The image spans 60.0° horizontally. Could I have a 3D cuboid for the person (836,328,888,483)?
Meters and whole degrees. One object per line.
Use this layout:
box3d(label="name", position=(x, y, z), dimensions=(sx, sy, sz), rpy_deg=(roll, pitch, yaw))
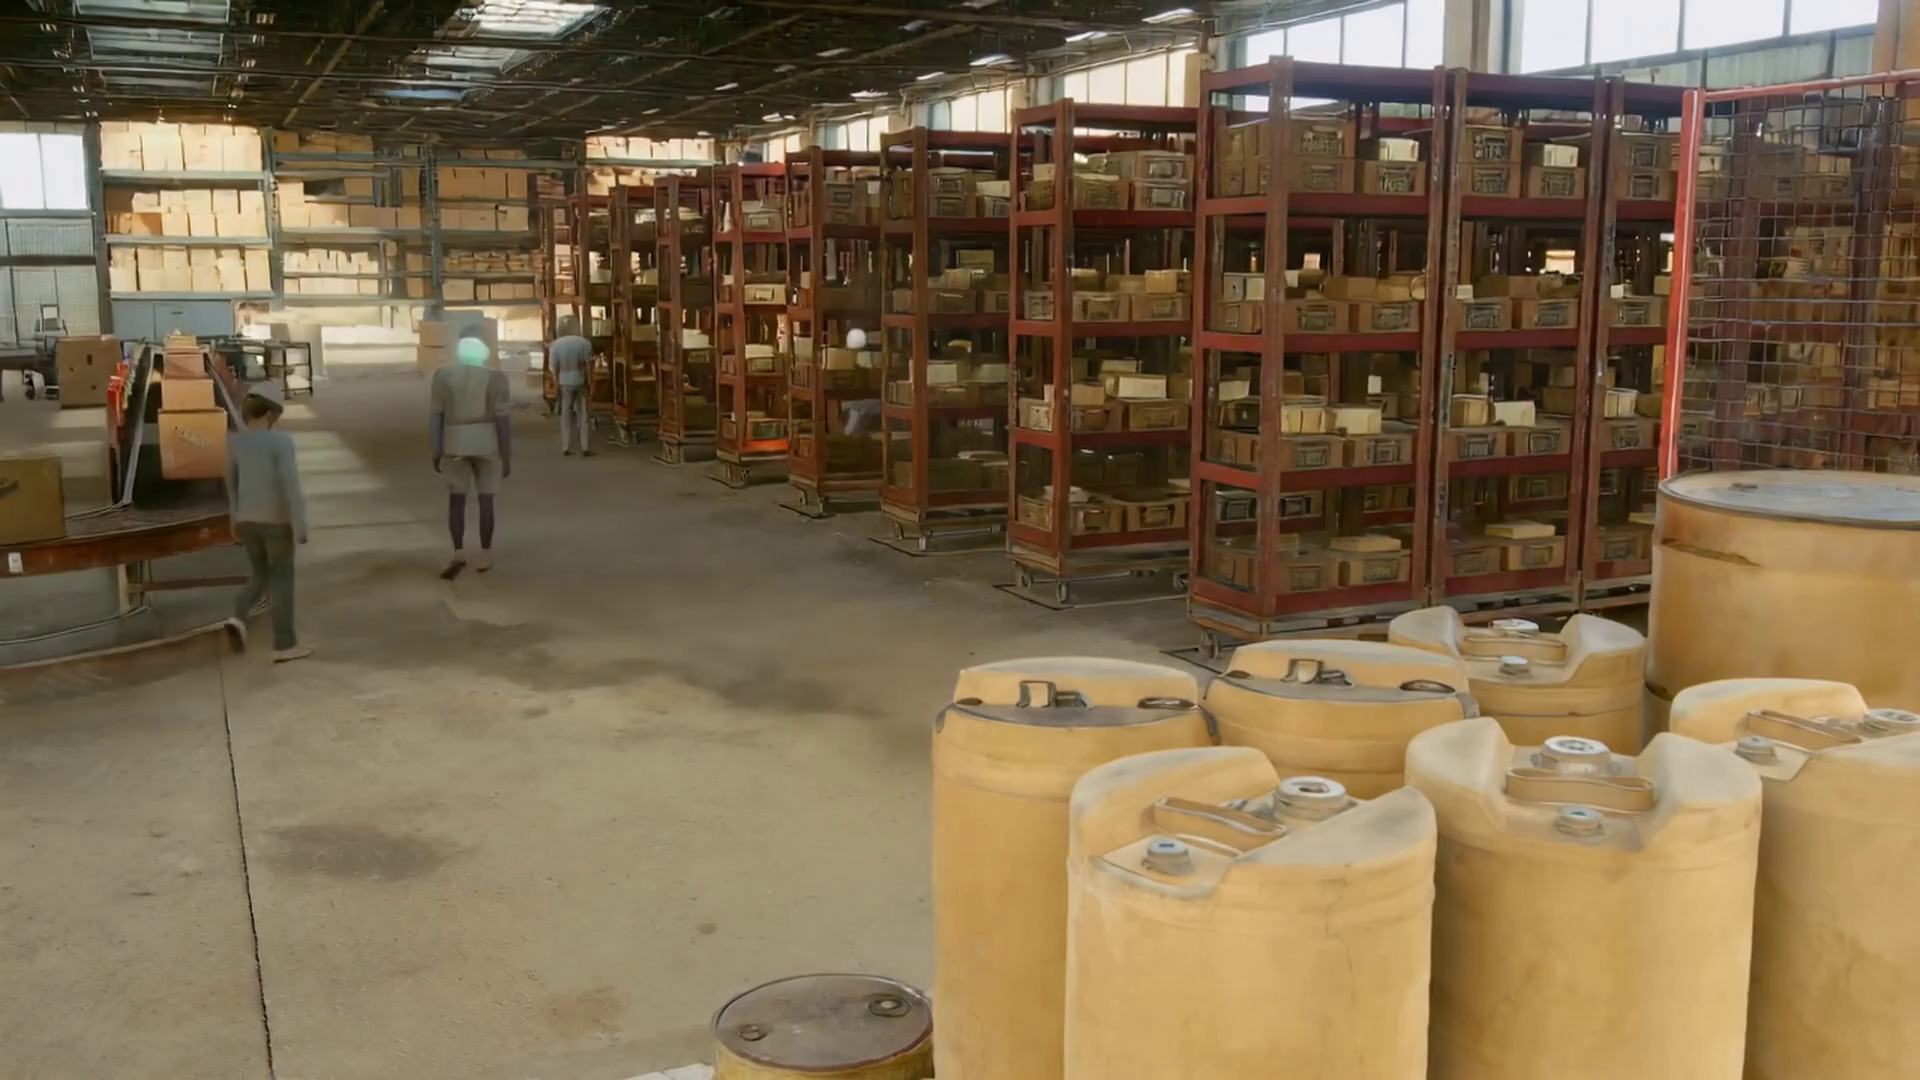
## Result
box3d(label="person", position=(-1.097, -1.544, 19.085), dimensions=(0.792, 1.777, 0.642), rpy_deg=(-5, 10, -27))

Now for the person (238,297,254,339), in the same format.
box3d(label="person", position=(-18.267, -5.323, 42.551), dimensions=(0.304, 1.772, 0.526), rpy_deg=(3, 10, 16))

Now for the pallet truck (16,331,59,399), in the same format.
box3d(label="pallet truck", position=(-17.082, -3.353, 31.781), dimensions=(1.630, 1.274, 0.653), rpy_deg=(-4, 10, -25))

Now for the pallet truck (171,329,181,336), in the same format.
box3d(label="pallet truck", position=(-17.275, -3.851, 35.096), dimensions=(1.601, 1.201, 0.680), rpy_deg=(0, 9, 1))

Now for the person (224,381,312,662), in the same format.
box3d(label="person", position=(-4.306, -0.103, 10.256), dimensions=(0.600, 1.734, 0.512), rpy_deg=(3, 10, 19))

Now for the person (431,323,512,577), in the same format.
box3d(label="person", position=(-3.884, -0.712, 13.232), dimensions=(0.638, 2.011, 0.755), rpy_deg=(-2, 9, -12))

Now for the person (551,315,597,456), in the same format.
box3d(label="person", position=(-5.080, -2.019, 21.813), dimensions=(0.564, 1.846, 0.392), rpy_deg=(2, 9, 13))

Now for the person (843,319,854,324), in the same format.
box3d(label="person", position=(-3.105, -6.070, 47.678), dimensions=(0.522, 1.614, 0.770), rpy_deg=(2, 9, 15))
